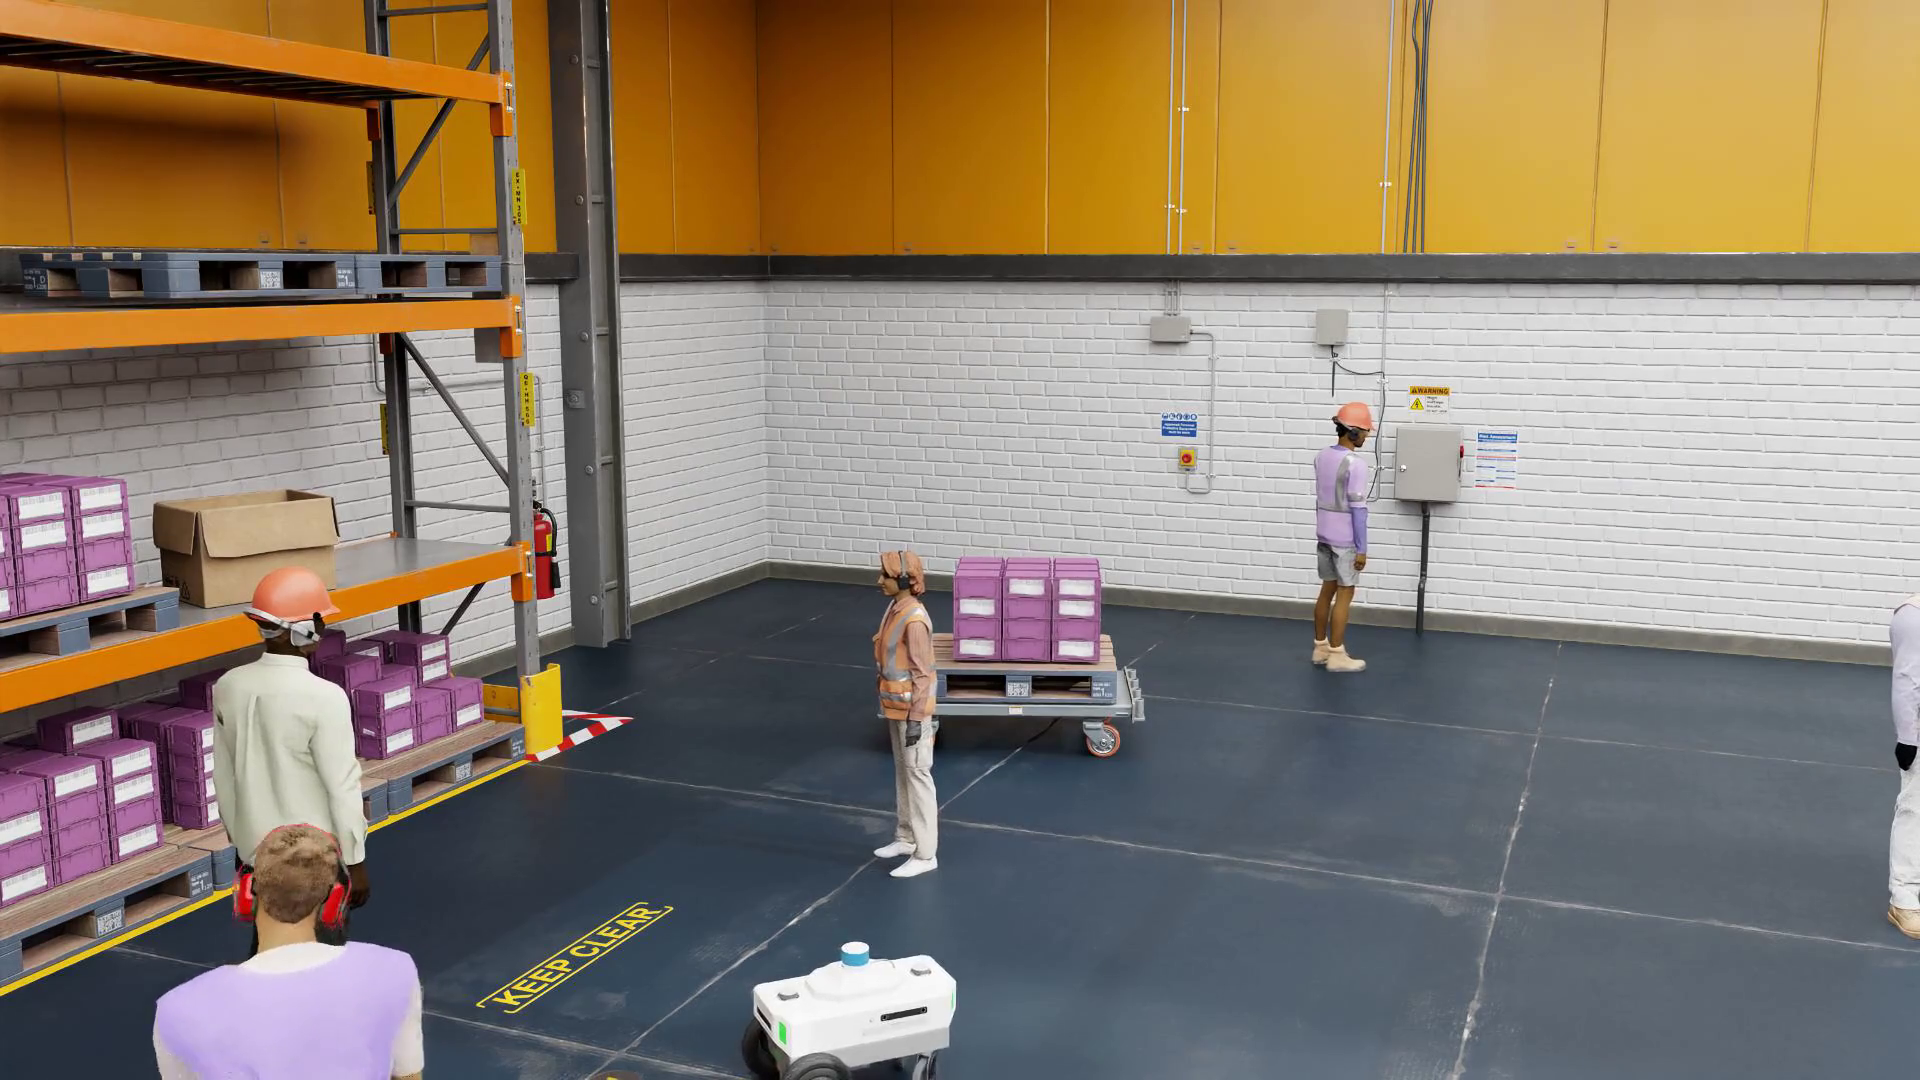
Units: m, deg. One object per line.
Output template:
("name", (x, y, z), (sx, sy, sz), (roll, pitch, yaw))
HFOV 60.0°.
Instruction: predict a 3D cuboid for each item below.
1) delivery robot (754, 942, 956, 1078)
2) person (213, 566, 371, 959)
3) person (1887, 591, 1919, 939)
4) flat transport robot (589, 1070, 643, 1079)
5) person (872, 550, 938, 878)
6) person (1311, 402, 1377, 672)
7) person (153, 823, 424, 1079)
("delivery robot", (-0.379, 1.717, 6.087), (0.707, 0.478, 0.477), (-4, 10, -24))
("person", (-2.333, 1.078, 5.889), (0.623, 1.991, 0.397), (4, 10, 24))
("person", (4.515, 0.883, 7.540), (0.626, 1.844, 0.429), (-2, 10, -13))
("flat transport robot", (-0.903, 2.058, 5.165), (0.652, 0.197, 1.431), (-1, 9, -6))
("person", (-0.267, 0.858, 8.298), (0.314, 1.639, 0.517), (-2, 10, -15))
("person", (2.882, -0.018, 12.452), (0.408, 2.029, 0.614), (-3, 10, -19))
("person", (-1.497, 1.530, 3.759), (0.873, 1.790, 0.553), (9, 13, 43))
